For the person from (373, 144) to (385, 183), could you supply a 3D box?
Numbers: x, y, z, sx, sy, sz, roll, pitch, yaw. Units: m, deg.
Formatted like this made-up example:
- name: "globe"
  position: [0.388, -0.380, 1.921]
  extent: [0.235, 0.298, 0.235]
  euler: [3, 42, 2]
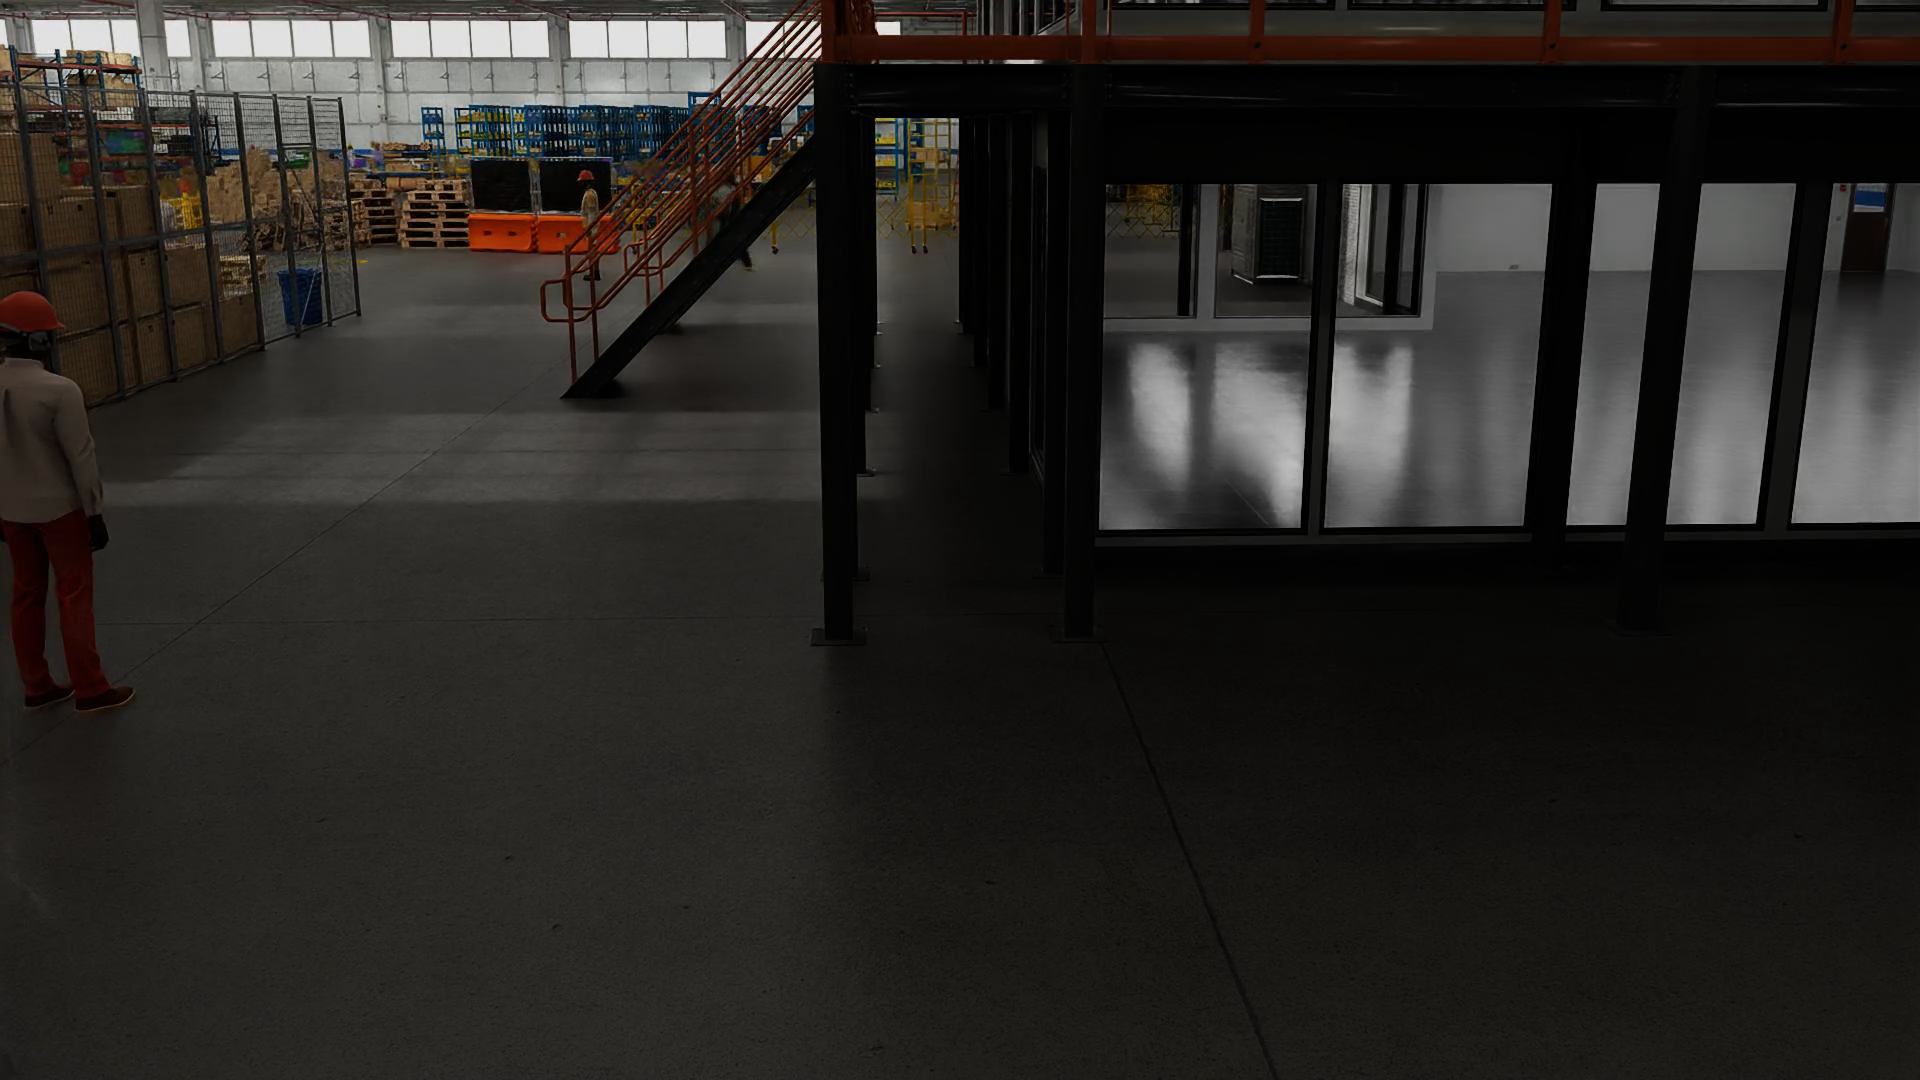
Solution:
- name: "person"
  position: [-27.581, -17.873, 78.908]
  extent: [0.645, 1.828, 0.567]
  euler: [12, 19, 40]

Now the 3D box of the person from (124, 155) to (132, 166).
- name: "person"
  position: [-33.390, -14.777, 66.826]
  extent: [0.432, 1.682, 0.539]
  euler: [-2, 14, -9]

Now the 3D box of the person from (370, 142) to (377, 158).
- name: "person"
  position: [-29.725, -19.274, 84.445]
  extent: [0.658, 1.867, 0.676]
  euler: [2, 14, 7]

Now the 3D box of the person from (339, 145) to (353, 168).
- name: "person"
  position: [-27.430, -16.756, 74.430]
  extent: [0.586, 1.834, 0.403]
  euler: [2, 14, 6]

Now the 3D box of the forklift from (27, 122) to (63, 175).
- name: "forklift"
  position: [-35.376, -14.773, 64.377]
  extent: [1.129, 2.768, 1.873]
  euler: [-1, 14, -2]

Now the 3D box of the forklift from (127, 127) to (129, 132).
- name: "forklift"
  position: [-38.048, -17.946, 77.058]
  extent: [1.129, 2.768, 1.873]
  euler: [-1, 14, -2]

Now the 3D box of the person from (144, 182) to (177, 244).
- name: "person"
  position: [-11.696, -4.243, 24.214]
  extent: [0.627, 1.934, 0.370]
  euler: [-12, 18, -40]

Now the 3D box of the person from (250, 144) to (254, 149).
- name: "person"
  position: [-36.328, -19.489, 85.543]
  extent: [0.534, 1.732, 0.577]
  euler: [11, 18, 37]

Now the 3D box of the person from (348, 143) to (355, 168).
- name: "person"
  position: [-32.285, -20.138, 88.128]
  extent: [0.491, 1.743, 0.324]
  euler: [-9, 16, -31]

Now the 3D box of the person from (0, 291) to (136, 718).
- name: "person"
  position: [-4.248, -0.155, 7.745]
  extent: [0.623, 1.992, 0.391]
  euler: [3, 14, 13]

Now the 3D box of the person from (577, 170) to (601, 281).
- name: "person"
  position: [-6.596, -5.588, 29.577]
  extent: [0.356, 1.936, 0.551]
  euler: [-2, 14, -9]

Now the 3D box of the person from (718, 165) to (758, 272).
- name: "person"
  position: [-4.335, -6.051, 31.222]
  extent: [0.967, 2.000, 0.684]
  euler: [5, 15, 18]

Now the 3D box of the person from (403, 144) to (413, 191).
- name: "person"
  position: [-22.375, -15.060, 67.418]
  extent: [0.389, 1.948, 0.608]
  euler: [-9, 17, -31]
